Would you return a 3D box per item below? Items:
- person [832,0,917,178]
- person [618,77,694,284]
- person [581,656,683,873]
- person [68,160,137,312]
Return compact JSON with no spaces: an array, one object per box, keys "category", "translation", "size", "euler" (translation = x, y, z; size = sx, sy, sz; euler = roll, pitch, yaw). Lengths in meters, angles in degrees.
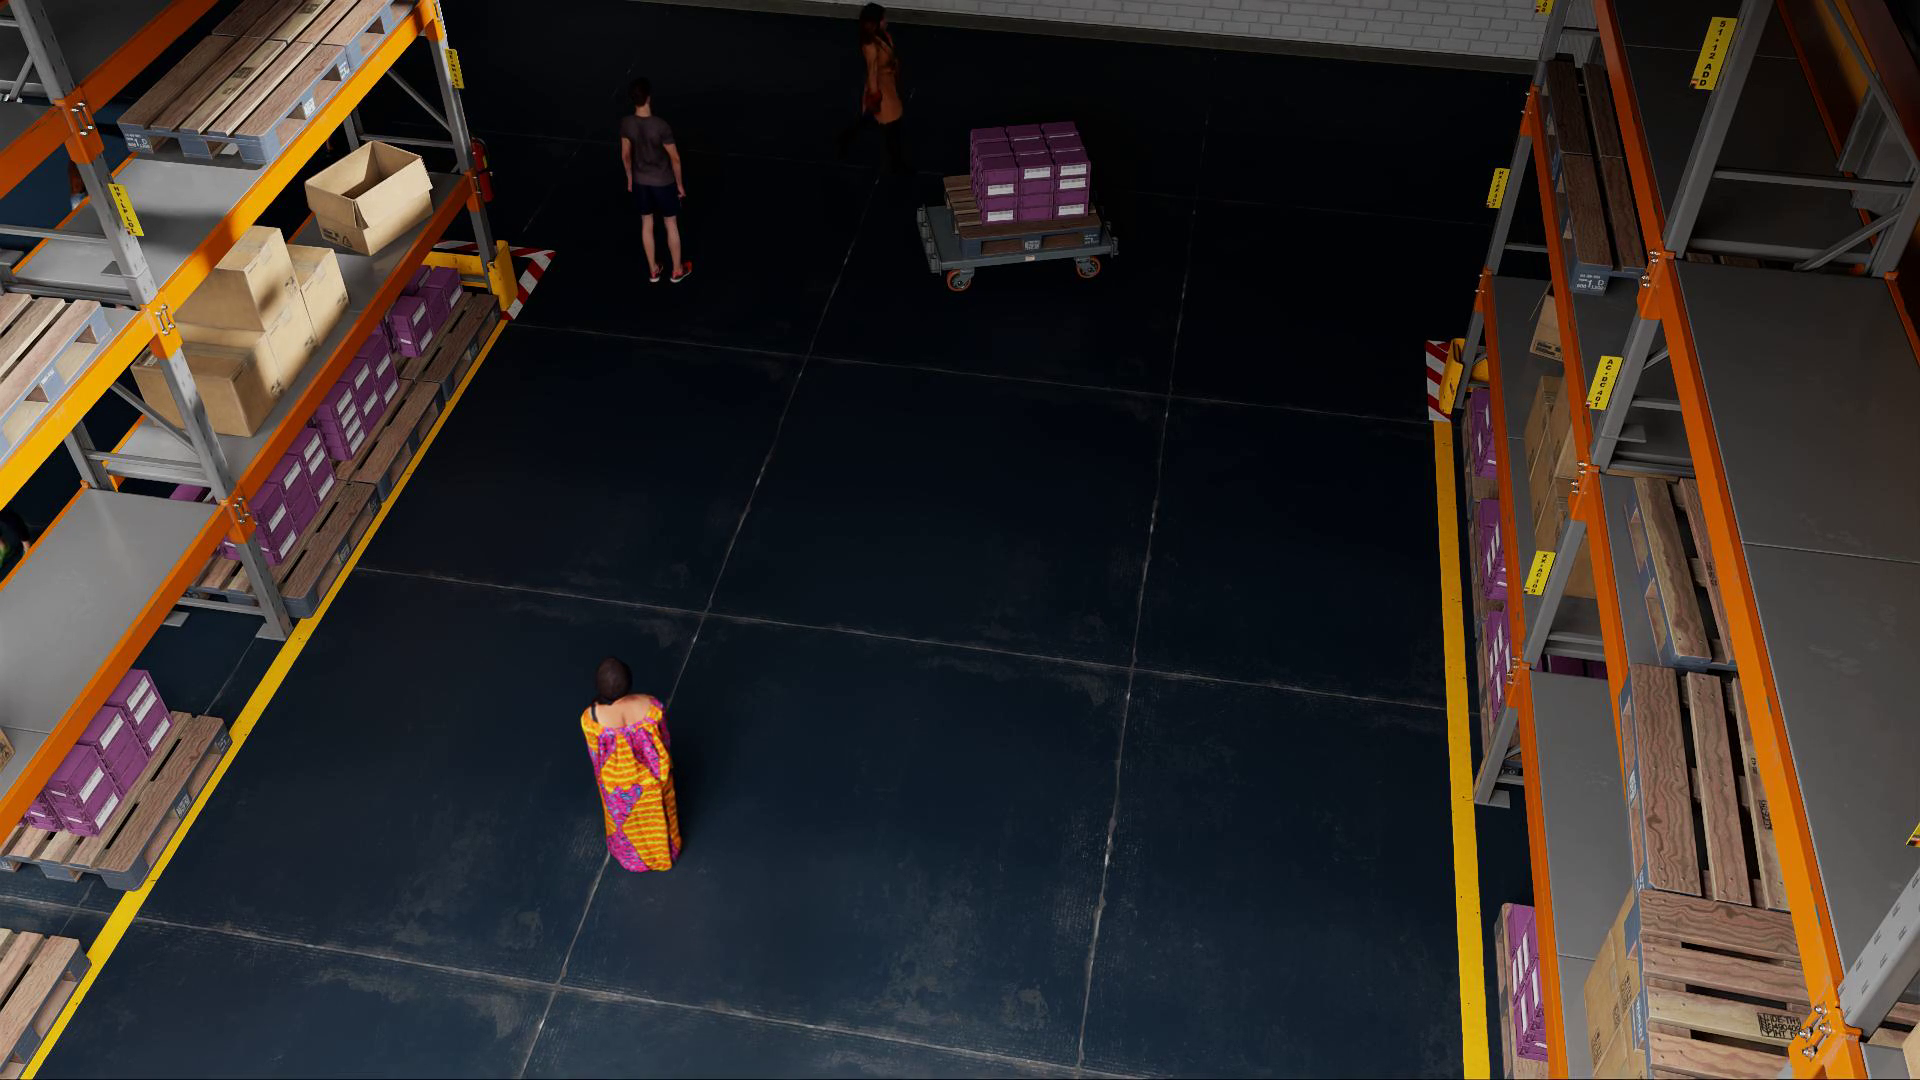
[{"category":"person","translation":[-0.808,-4.122,15.282],"size":[0.770,1.702,0.982],"euler":[6,44,6]},{"category":"person","translation":[-2.583,-3.010,14.007],"size":[0.651,1.852,0.522],"euler":[6,44,7]},{"category":"person","translation":[-1.914,1.279,9.634],"size":[0.776,1.674,0.811],"euler":[-13,45,-13]},{"category":"person","translation":[-7.069,-2.505,13.752],"size":[0.619,1.472,0.432],"euler":[10,44,10]}]
